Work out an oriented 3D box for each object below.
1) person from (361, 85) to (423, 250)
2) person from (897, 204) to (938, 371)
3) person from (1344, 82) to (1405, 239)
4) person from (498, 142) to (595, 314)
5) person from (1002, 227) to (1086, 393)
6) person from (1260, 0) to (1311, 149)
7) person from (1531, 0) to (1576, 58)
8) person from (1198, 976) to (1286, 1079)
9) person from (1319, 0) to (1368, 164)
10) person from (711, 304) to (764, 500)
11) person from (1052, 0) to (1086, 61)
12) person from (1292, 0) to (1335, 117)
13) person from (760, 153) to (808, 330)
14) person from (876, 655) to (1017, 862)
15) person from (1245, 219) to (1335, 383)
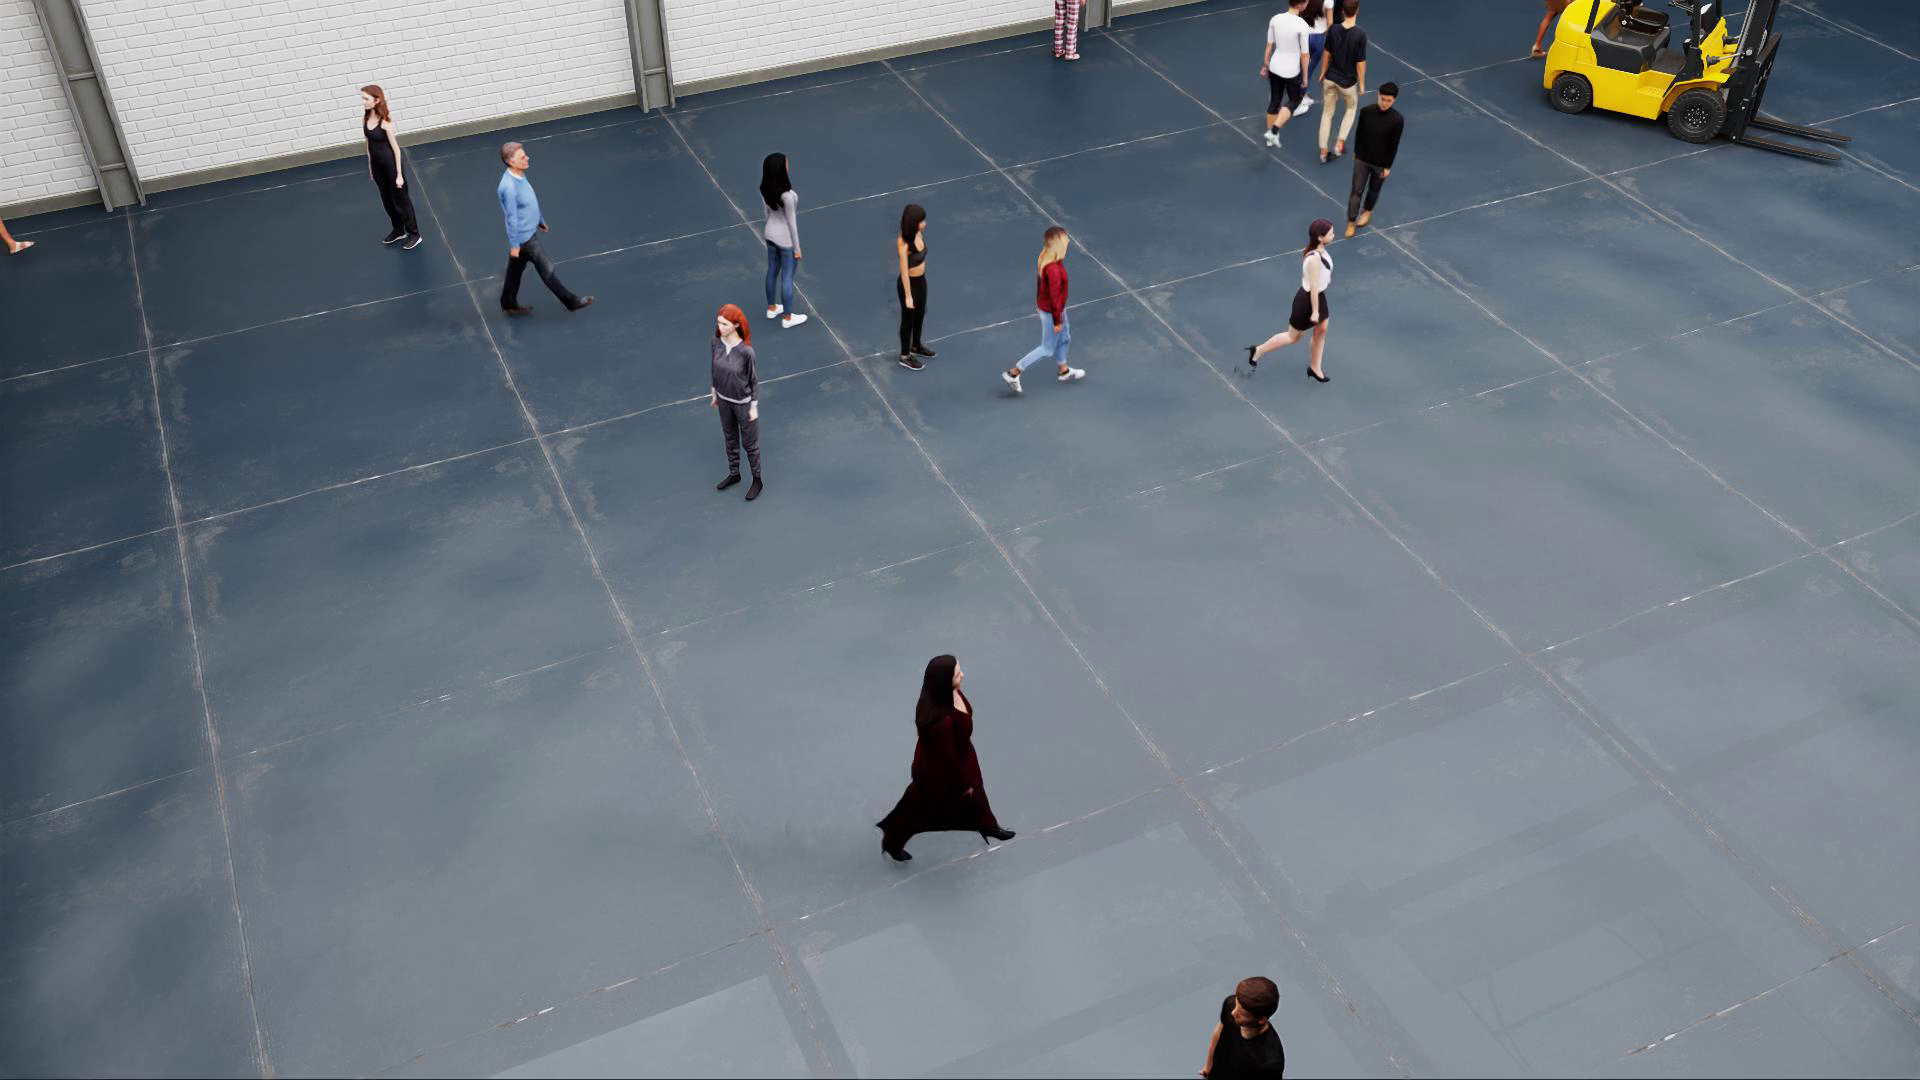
[{"bbox_3d":[-5.806,-3.808,16.915,0.656,1.747,0.688,19,43,23],"label":"person"},{"bbox_3d":[-0.455,-2.316,15.133,0.693,1.639,0.623,15,41,18],"label":"person"},{"bbox_3d":[4.279,-3.993,17.200,0.971,1.680,1.063,21,43,24],"label":"person"},{"bbox_3d":[-4.228,-2.907,15.770,1.239,1.768,0.944,-3,39,-4],"label":"person"},{"bbox_3d":[0.739,-2.026,14.796,1.103,1.608,0.785,-6,39,-8],"label":"person"},{"bbox_3d":[3.616,-5.241,18.637,0.906,1.837,0.929,26,45,28],"label":"person"},{"bbox_3d":[7.465,-6.805,20.739,1.034,1.657,0.759,-6,39,-8],"label":"person"},{"bbox_3d":[1.437,2.847,8.490,0.570,1.862,0.683,-15,41,-18],"label":"person"},{"bbox_3d":[4.182,-5.035,18.389,0.845,1.825,0.864,21,43,24],"label":"person"},{"bbox_3d":[-1.819,-1.136,13.544,0.657,1.779,0.680,20,43,23],"label":"person"},{"bbox_3d":[1.351,-6.869,20.781,0.695,1.705,0.672,26,45,29],"label":"person"},{"bbox_3d":[4.047,-5.775,19.368,0.720,1.759,0.669,-26,46,-29],"label":"person"},{"bbox_3d":[-1.701,-2.837,15.710,0.633,1.733,0.662,-30,47,-32],"label":"person"},{"bbox_3d":[-0.211,1.426,10.397,1.240,1.702,1.012,2,39,2],"label":"person"},{"bbox_3d":[3.039,-2.108,14.884,1.065,1.625,0.958,10,40,12],"label":"person"}]
